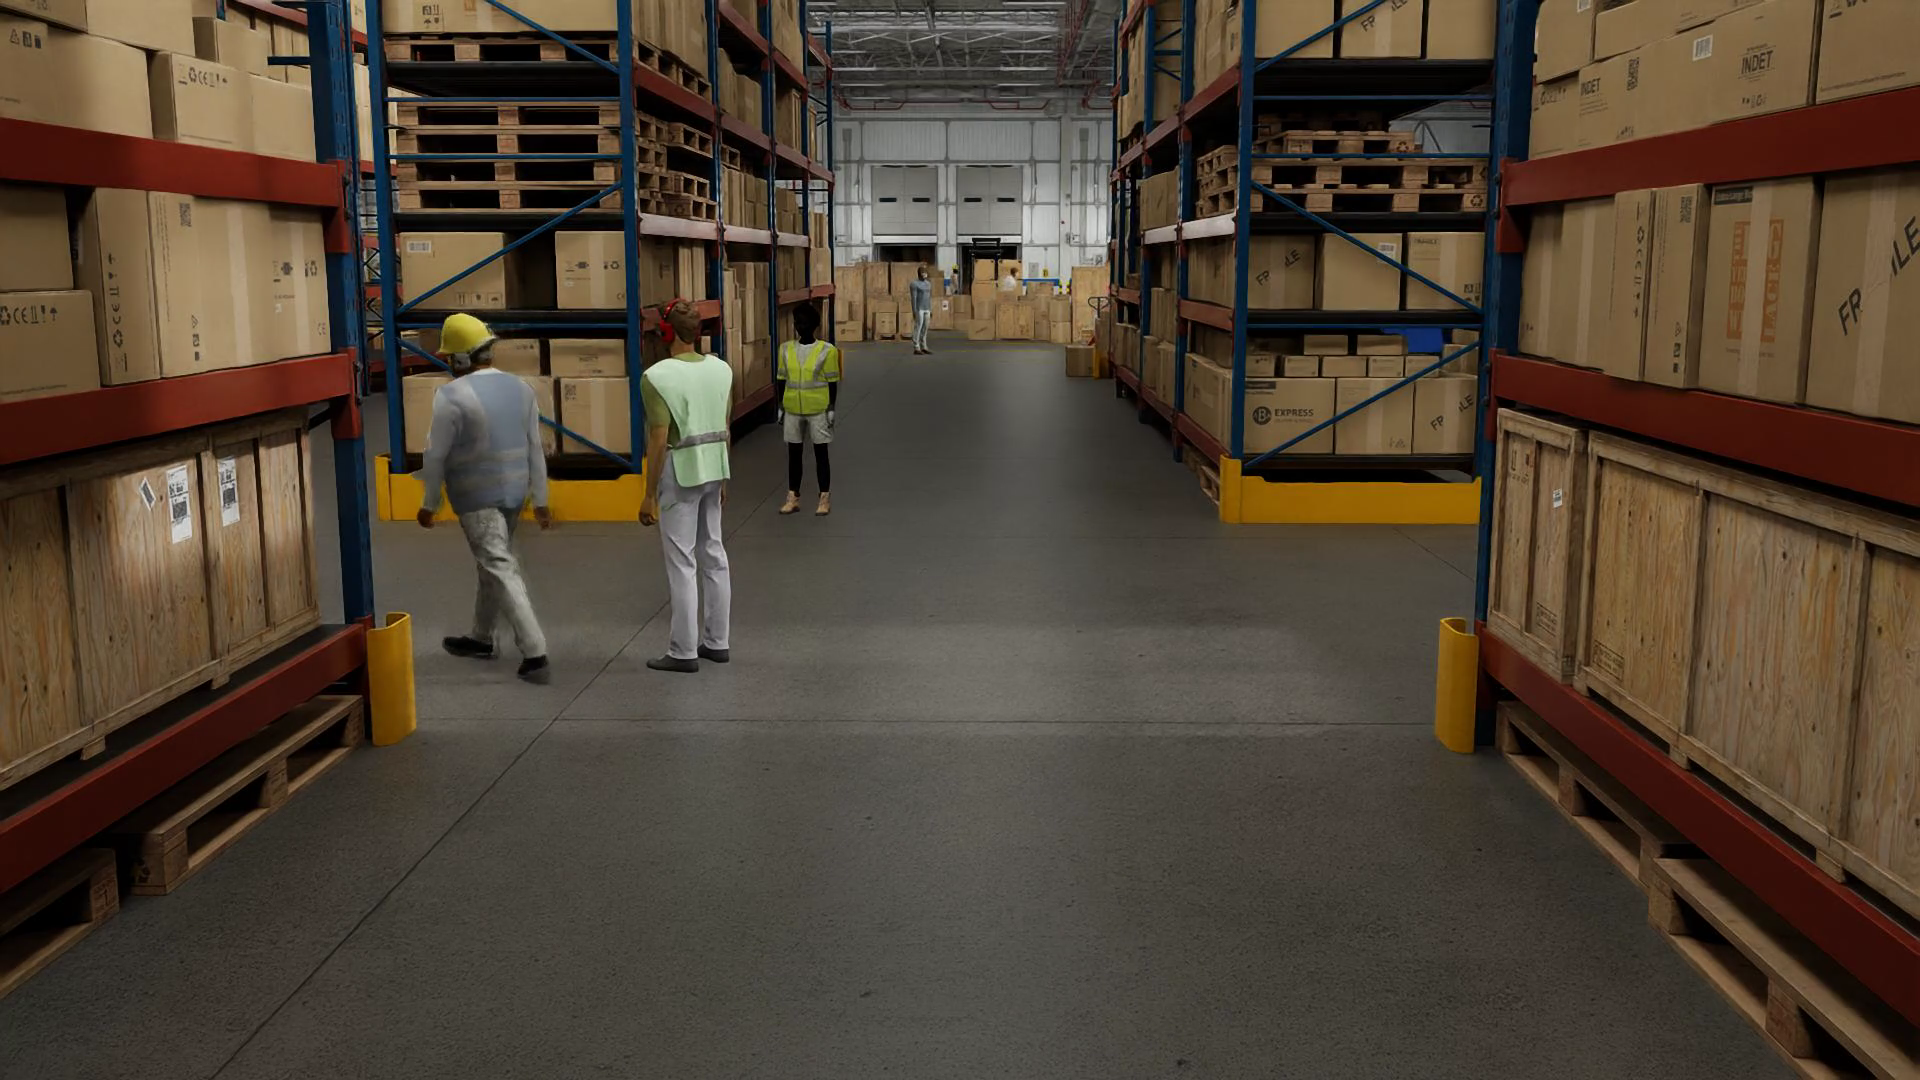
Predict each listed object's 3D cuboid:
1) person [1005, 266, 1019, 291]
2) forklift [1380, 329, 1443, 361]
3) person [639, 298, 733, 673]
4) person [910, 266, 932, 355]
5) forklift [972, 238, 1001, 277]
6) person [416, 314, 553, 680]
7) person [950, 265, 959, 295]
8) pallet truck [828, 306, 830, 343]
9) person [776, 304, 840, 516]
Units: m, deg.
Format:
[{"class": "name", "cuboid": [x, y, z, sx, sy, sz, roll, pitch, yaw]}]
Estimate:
[{"class": "person", "cuboid": [1.468, -6.860, 47.554, 0.449, 1.910, 0.663, 0, 9, 1]}, {"class": "forklift", "cuboid": [8.900, -4.753, 32.035, 1.873, 2.768, 1.129, -4, 10, -25]}, {"class": "person", "cuboid": [-1.340, -0.263, 8.230, 0.390, 1.847, 0.563, 6, 11, 34]}, {"class": "person", "cuboid": [-0.836, -5.025, 36.477, 0.361, 1.939, 0.635, 7, 12, 37]}, {"class": "forklift", "cuboid": [0.863, -8.497, 54.458, 1.129, 2.768, 1.873, 0, 9, 1]}, {"class": "person", "cuboid": [-2.301, -0.209, 8.135, 0.894, 1.785, 0.588, 5, 11, 28]}, {"class": "person", "cuboid": [-0.216, -10.392, 68.669, 0.386, 1.922, 0.594, -3, 10, -18]}, {"class": "pallet truck", "cuboid": [-3.100, -3.940, 29.800, 1.885, 1.965, 0.823, 3, 10, 19]}, {"class": "person", "cuboid": [-1.225, -1.037, 13.316, 0.532, 1.696, 0.319, 3, 10, 15]}]
